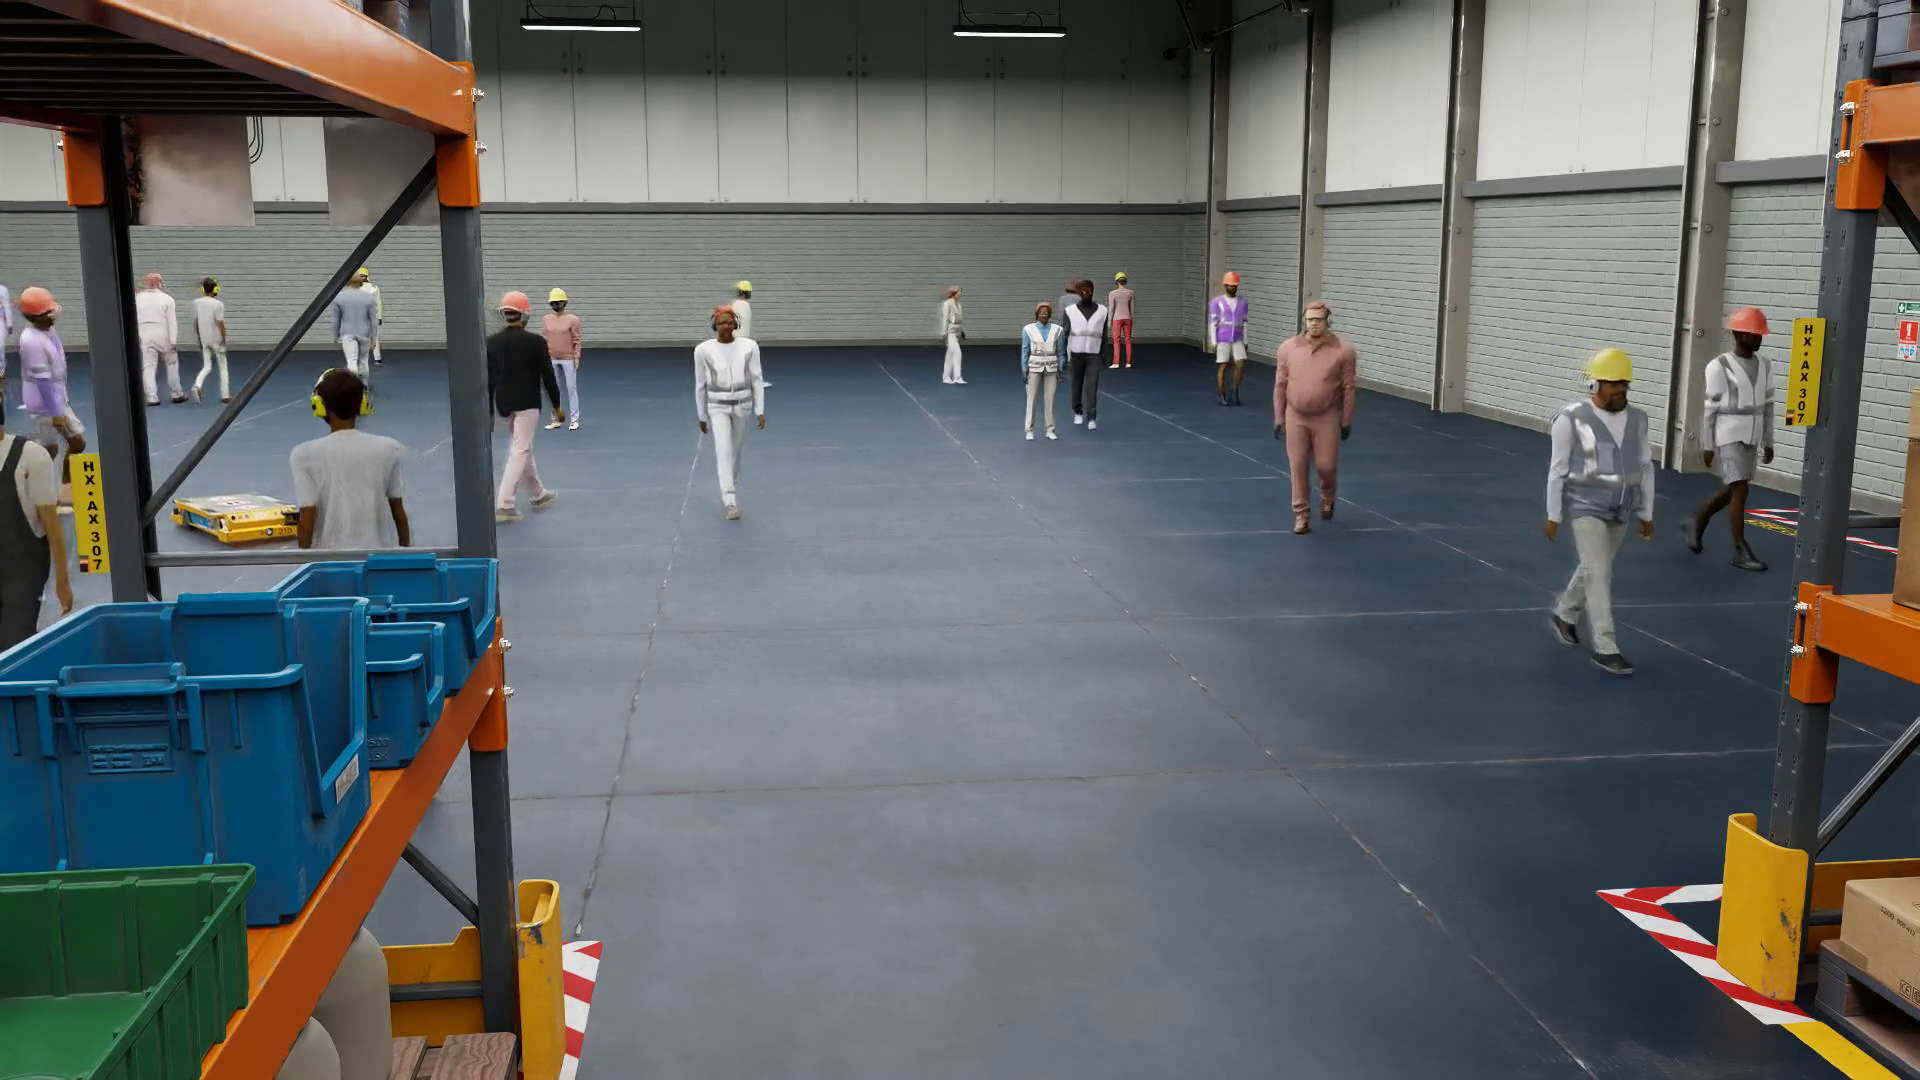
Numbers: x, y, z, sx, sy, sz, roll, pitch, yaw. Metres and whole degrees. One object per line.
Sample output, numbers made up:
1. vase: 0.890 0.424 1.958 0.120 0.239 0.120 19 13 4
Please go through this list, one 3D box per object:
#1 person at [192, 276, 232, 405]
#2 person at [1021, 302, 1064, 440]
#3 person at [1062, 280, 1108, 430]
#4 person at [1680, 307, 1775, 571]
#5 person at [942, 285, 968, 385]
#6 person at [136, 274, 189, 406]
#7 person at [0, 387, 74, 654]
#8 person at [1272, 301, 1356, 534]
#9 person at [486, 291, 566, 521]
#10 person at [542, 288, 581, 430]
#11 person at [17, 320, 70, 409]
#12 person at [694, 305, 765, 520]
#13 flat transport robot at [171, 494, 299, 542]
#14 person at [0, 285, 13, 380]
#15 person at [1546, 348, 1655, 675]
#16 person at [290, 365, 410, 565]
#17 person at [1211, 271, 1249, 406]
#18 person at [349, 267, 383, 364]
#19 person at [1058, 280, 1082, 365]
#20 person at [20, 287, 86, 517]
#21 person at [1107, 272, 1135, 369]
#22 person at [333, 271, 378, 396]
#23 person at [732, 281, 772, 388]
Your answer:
1. person: -10.730 -2.839 23.771 0.539 1.845 0.732 2 11 11
2. person: 0.974 -2.000 19.738 0.522 1.638 0.310 -2 11 -11
3. person: 1.574 -2.358 21.101 0.612 1.870 1.020 -1 10 -3
4. person: 5.695 -0.769 12.277 0.555 1.908 0.893 -3 11 -18
5. person: -0.040 -3.331 27.104 0.660 1.612 0.531 5 11 24
6. person: -11.475 -2.876 23.906 0.654 1.869 0.882 0 10 1
7. person: -4.226 0.194 7.232 0.535 1.809 0.832 1 10 5
8. person: 2.879 -1.002 13.578 0.648 1.891 0.514 3 11 18
9. person: -3.762 -1.157 14.315 0.615 1.943 1.042 4 11 23
10. person: -4.988 -2.254 20.787 0.529 1.768 0.312 2 11 12
11. person: -12.845 -2.620 23.197 0.688 1.617 0.531 -3 11 -15
12. person: -2.024 -1.141 14.527 0.574 1.833 1.019 -4 11 -19
13. flat transport robot: -5.918 -0.203 13.640 0.652 0.197 1.431 -9 14 -40
14. person: -16.302 -3.612 27.895 0.673 1.884 0.603 -2 11 -12
15. person: 3.631 -0.203 9.473 0.604 1.795 0.910 -3 11 -14
16. person: -2.664 0.152 7.403 0.512 1.846 0.738 -9 14 -40
17. person: 3.846 -2.841 23.583 0.589 1.914 0.604 -2 10 -9
18. person: -11.206 -4.219 31.383 0.587 1.829 0.404 -2 11 -13
19. person: 2.087 -4.061 31.132 0.496 1.599 0.727 1 10 5
20. person: -7.763 -1.156 14.180 0.485 1.982 0.720 -1 10 -7
21. person: 2.945 -4.008 30.424 0.523 1.760 0.325 -3 11 -17
22. person: -8.996 -3.052 24.796 0.628 1.904 0.991 -5 11 -25
23. person: -3.489 -3.242 26.348 0.932 1.714 0.529 -7 12 -33
